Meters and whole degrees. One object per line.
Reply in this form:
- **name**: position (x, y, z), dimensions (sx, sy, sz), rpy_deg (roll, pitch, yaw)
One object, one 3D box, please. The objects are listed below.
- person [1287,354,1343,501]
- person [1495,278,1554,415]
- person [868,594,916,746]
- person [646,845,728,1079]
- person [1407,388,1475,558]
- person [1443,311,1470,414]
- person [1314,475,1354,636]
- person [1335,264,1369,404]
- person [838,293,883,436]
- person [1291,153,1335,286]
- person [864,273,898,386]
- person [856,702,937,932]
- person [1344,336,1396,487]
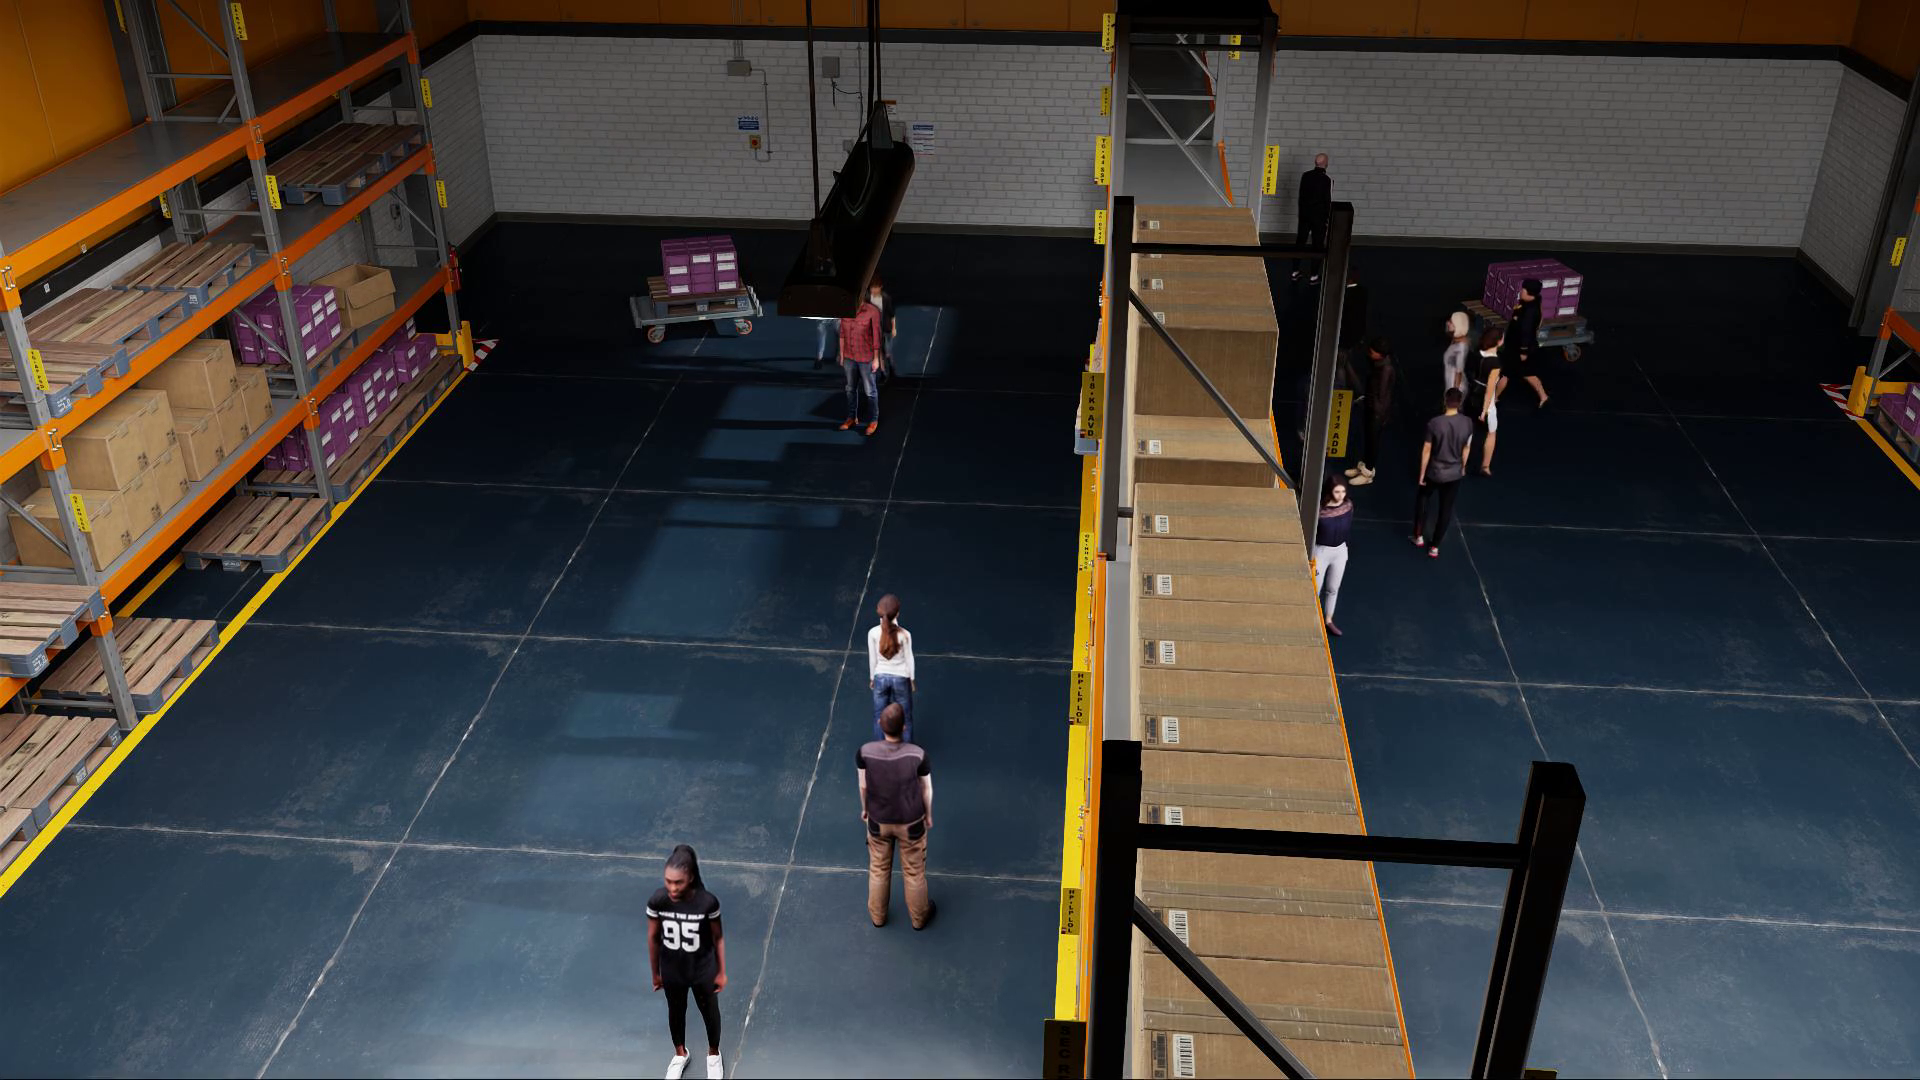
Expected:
- **person**: position (3.732, -1.094, 17.182), dimensions (0.837, 1.682, 1.227), rpy_deg (-4, 29, -8)
- **person**: position (6.588, -2.197, 19.251), dimensions (0.980, 1.636, 1.114), rpy_deg (12, 31, 20)
- **person**: position (-0.550, 1.119, 13.254), dimensions (0.521, 1.558, 0.510), rpy_deg (3, 29, 5)
- **person**: position (-1.673, 2.643, 10.282), dimensions (0.624, 1.729, 0.563), rpy_deg (1, 29, 1)
- **person**: position (4.732, -0.619, 16.237), dimensions (0.636, 1.753, 0.607), rpy_deg (2, 29, 4)
- **person**: position (5.419, -1.651, 18.146), dimensions (0.616, 1.736, 0.497), rpy_deg (3, 29, 5)
- **person**: position (3.311, 0.143, 14.991), dimensions (0.677, 1.608, 0.678), rpy_deg (-9, 30, -16)
- **person**: position (4.562, -2.301, 19.283), dimensions (0.862, 1.788, 0.926), rpy_deg (-23, 36, -36)
- **person**: position (-1.133, -2.103, 18.876), dimensions (0.746, 1.831, 0.681), rpy_deg (12, 31, 21)
- **person**: position (4.934, -4.505, 23.272), dimensions (0.759, 1.838, 0.771), rpy_deg (21, 35, 33)
- **person**: position (-0.938, -2.587, 20.180), dimensions (0.621, 1.433, 0.678), rpy_deg (8, 30, 14)
- **person**: position (-0.446, 1.911, 11.505), dimensions (0.689, 1.842, 0.596), rpy_deg (4, 29, 8)
- **person**: position (4.449, -1.391, 17.749), dimensions (0.660, 1.660, 0.590), rpy_deg (15, 32, 26)
